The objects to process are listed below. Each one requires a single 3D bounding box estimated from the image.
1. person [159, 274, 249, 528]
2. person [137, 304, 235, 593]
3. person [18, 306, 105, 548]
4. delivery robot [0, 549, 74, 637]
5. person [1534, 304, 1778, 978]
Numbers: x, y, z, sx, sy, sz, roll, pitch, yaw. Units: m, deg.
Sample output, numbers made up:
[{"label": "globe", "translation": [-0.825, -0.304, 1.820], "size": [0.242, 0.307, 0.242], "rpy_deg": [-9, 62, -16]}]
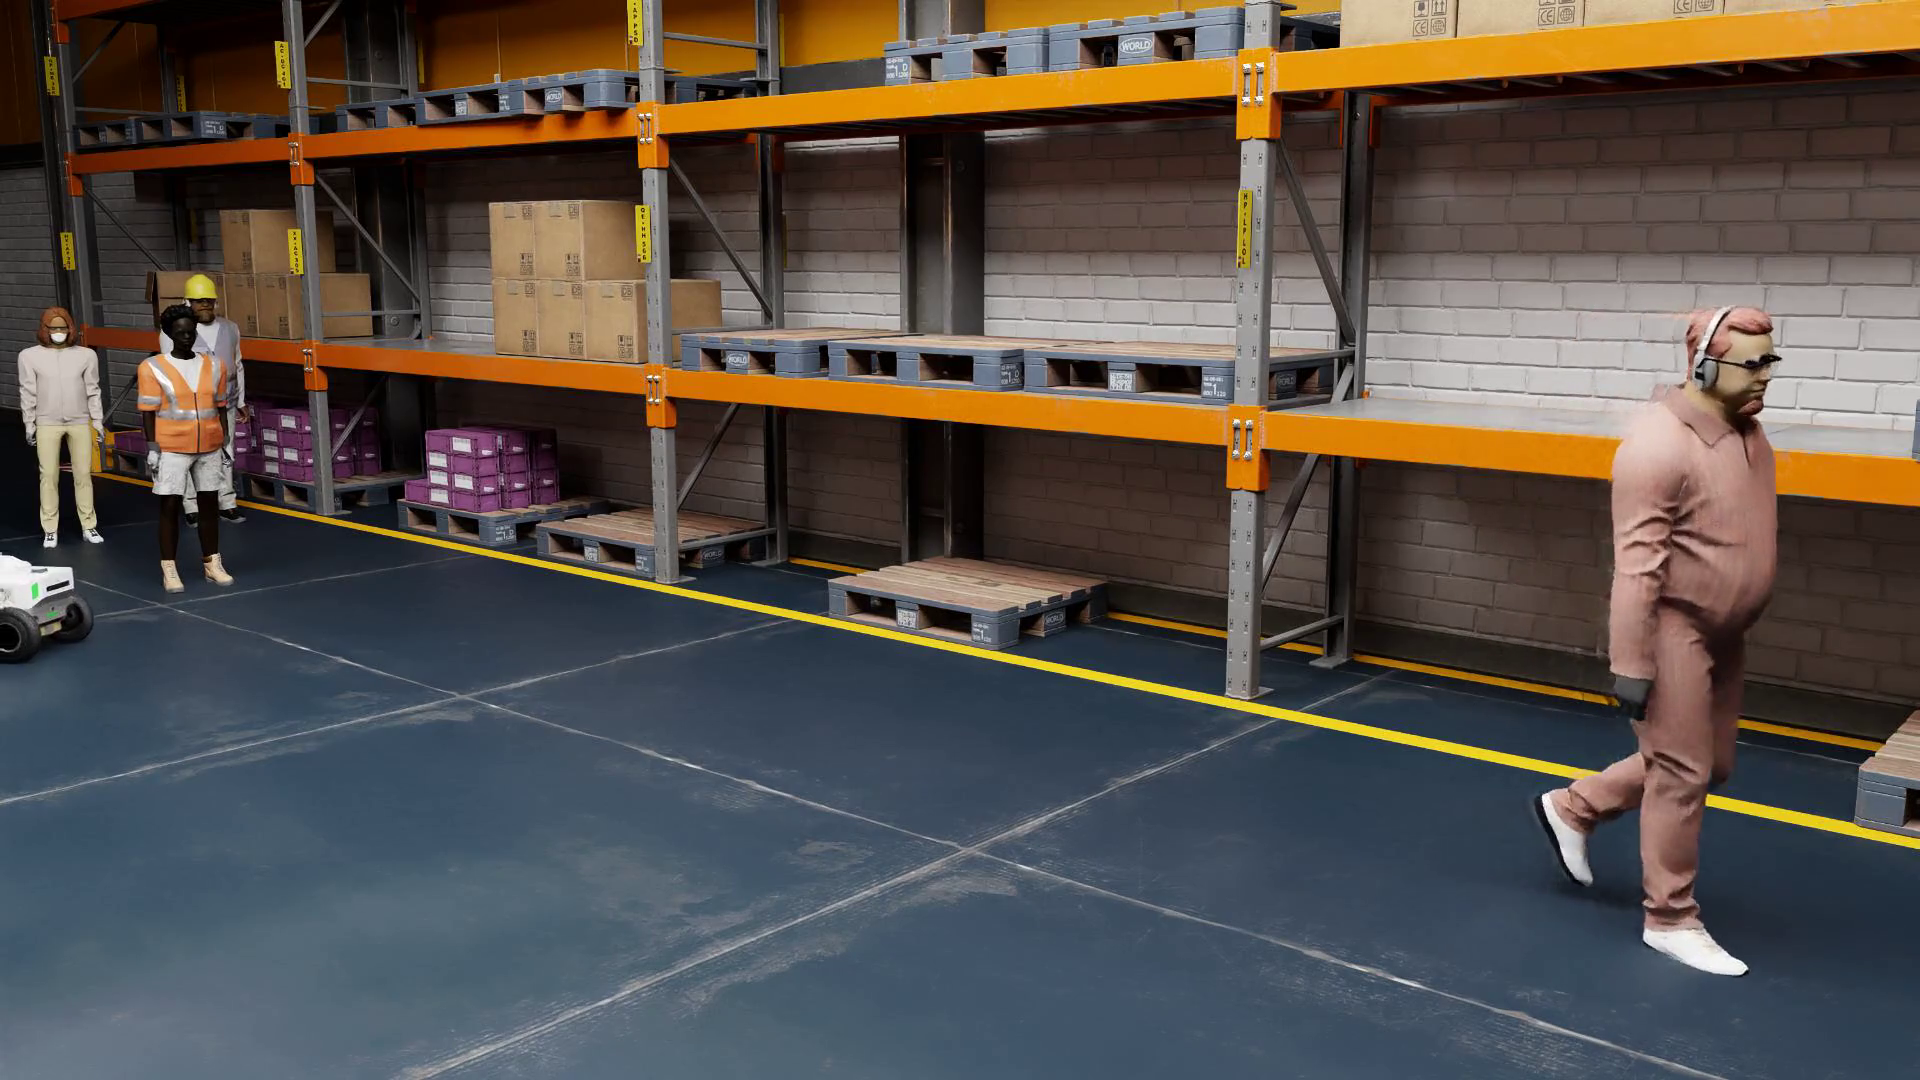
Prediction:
[{"label": "person", "translation": [-5.483, -1.011, 12.128], "size": [0.403, 1.832, 0.593], "rpy_deg": [9, 13, 42]}, {"label": "person", "translation": [-4.565, -0.543, 9.851], "size": [0.320, 1.695, 0.537], "rpy_deg": [9, 13, 42]}, {"label": "person", "translation": [-6.098, -0.769, 11.319], "size": [0.497, 1.633, 0.287], "rpy_deg": [-8, 12, -37]}, {"label": "delivery robot", "translation": [-4.831, 0.252, 8.307], "size": [0.707, 0.478, 0.477], "rpy_deg": [1, 10, 6]}, {"label": "person", "translation": [1.989, 0.264, 4.771], "size": [0.647, 1.879, 0.657], "rpy_deg": [-8, 13, -39]}]
